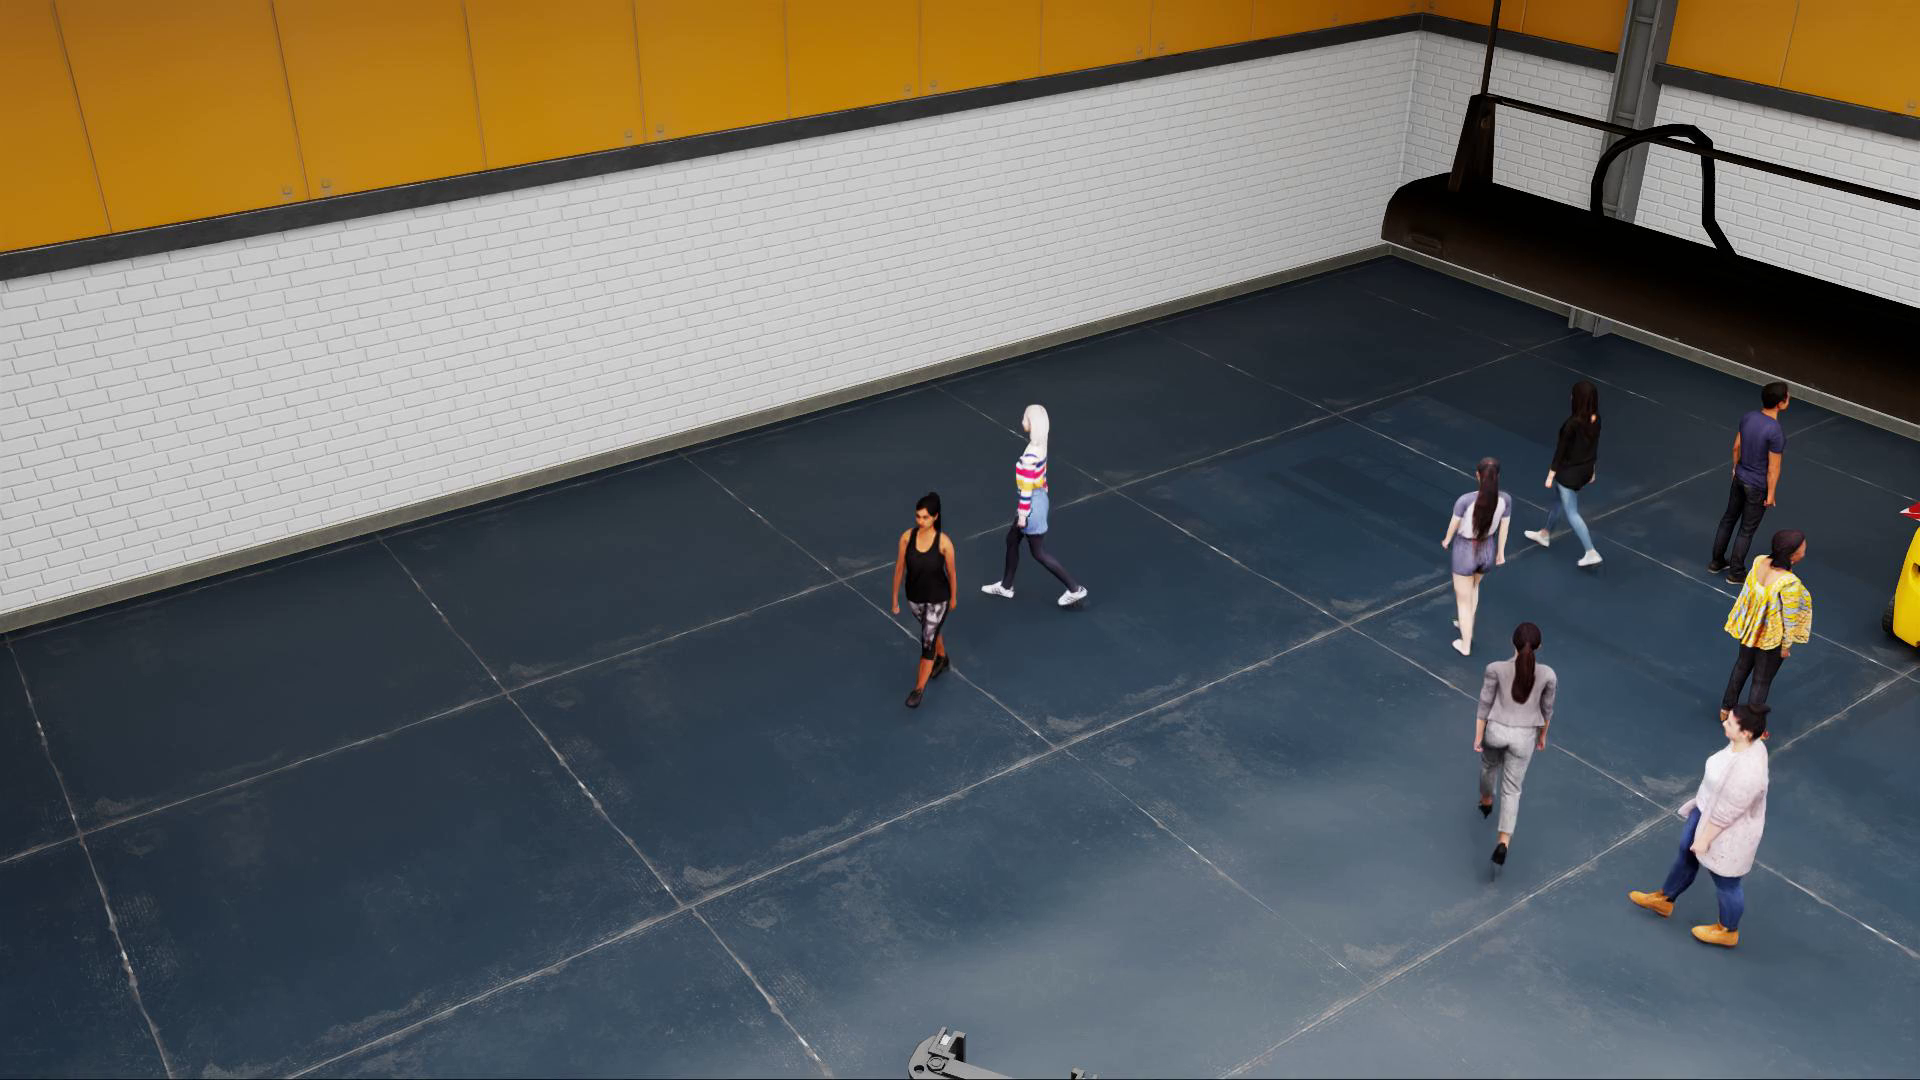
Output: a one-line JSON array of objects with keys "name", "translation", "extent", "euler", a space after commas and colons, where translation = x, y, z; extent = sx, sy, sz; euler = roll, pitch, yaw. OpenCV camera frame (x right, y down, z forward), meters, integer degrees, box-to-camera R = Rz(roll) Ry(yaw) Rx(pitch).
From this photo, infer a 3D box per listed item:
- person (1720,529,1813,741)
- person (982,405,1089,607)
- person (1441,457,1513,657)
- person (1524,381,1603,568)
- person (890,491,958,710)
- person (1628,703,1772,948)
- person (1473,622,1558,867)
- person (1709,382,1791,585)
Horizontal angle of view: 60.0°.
[{"name": "person", "translation": [5.762, 0.663, 11.907], "extent": [0.905, 1.655, 0.830], "euler": [-5, 29, -9]}, {"name": "person", "translation": [0.668, -0.238, 13.432], "extent": [1.194, 1.776, 1.112], "euler": [6, 29, 11]}, {"name": "person", "translation": [4.005, 0.171, 12.834], "extent": [0.730, 1.631, 0.809], "euler": [-6, 29, -11]}, {"name": "person", "translation": [5.283, -0.535, 14.147], "extent": [0.586, 1.614, 1.046], "euler": [-18, 33, -29]}, {"name": "person", "translation": [-0.213, 0.381, 12.456], "extent": [1.092, 1.624, 1.028], "euler": [11, 31, 20]}, {"name": "person", "translation": [4.658, 1.715, 9.905], "extent": [1.044, 1.724, 0.953], "euler": [11, 30, 19]}, {"name": "person", "translation": [3.529, 1.333, 10.693], "extent": [1.095, 1.641, 1.115], "euler": [8, 30, 14]}, {"name": "person", "translation": [6.598, -0.488, 13.873], "extent": [0.754, 1.793, 0.567], "euler": [-9, 30, -17]}]
